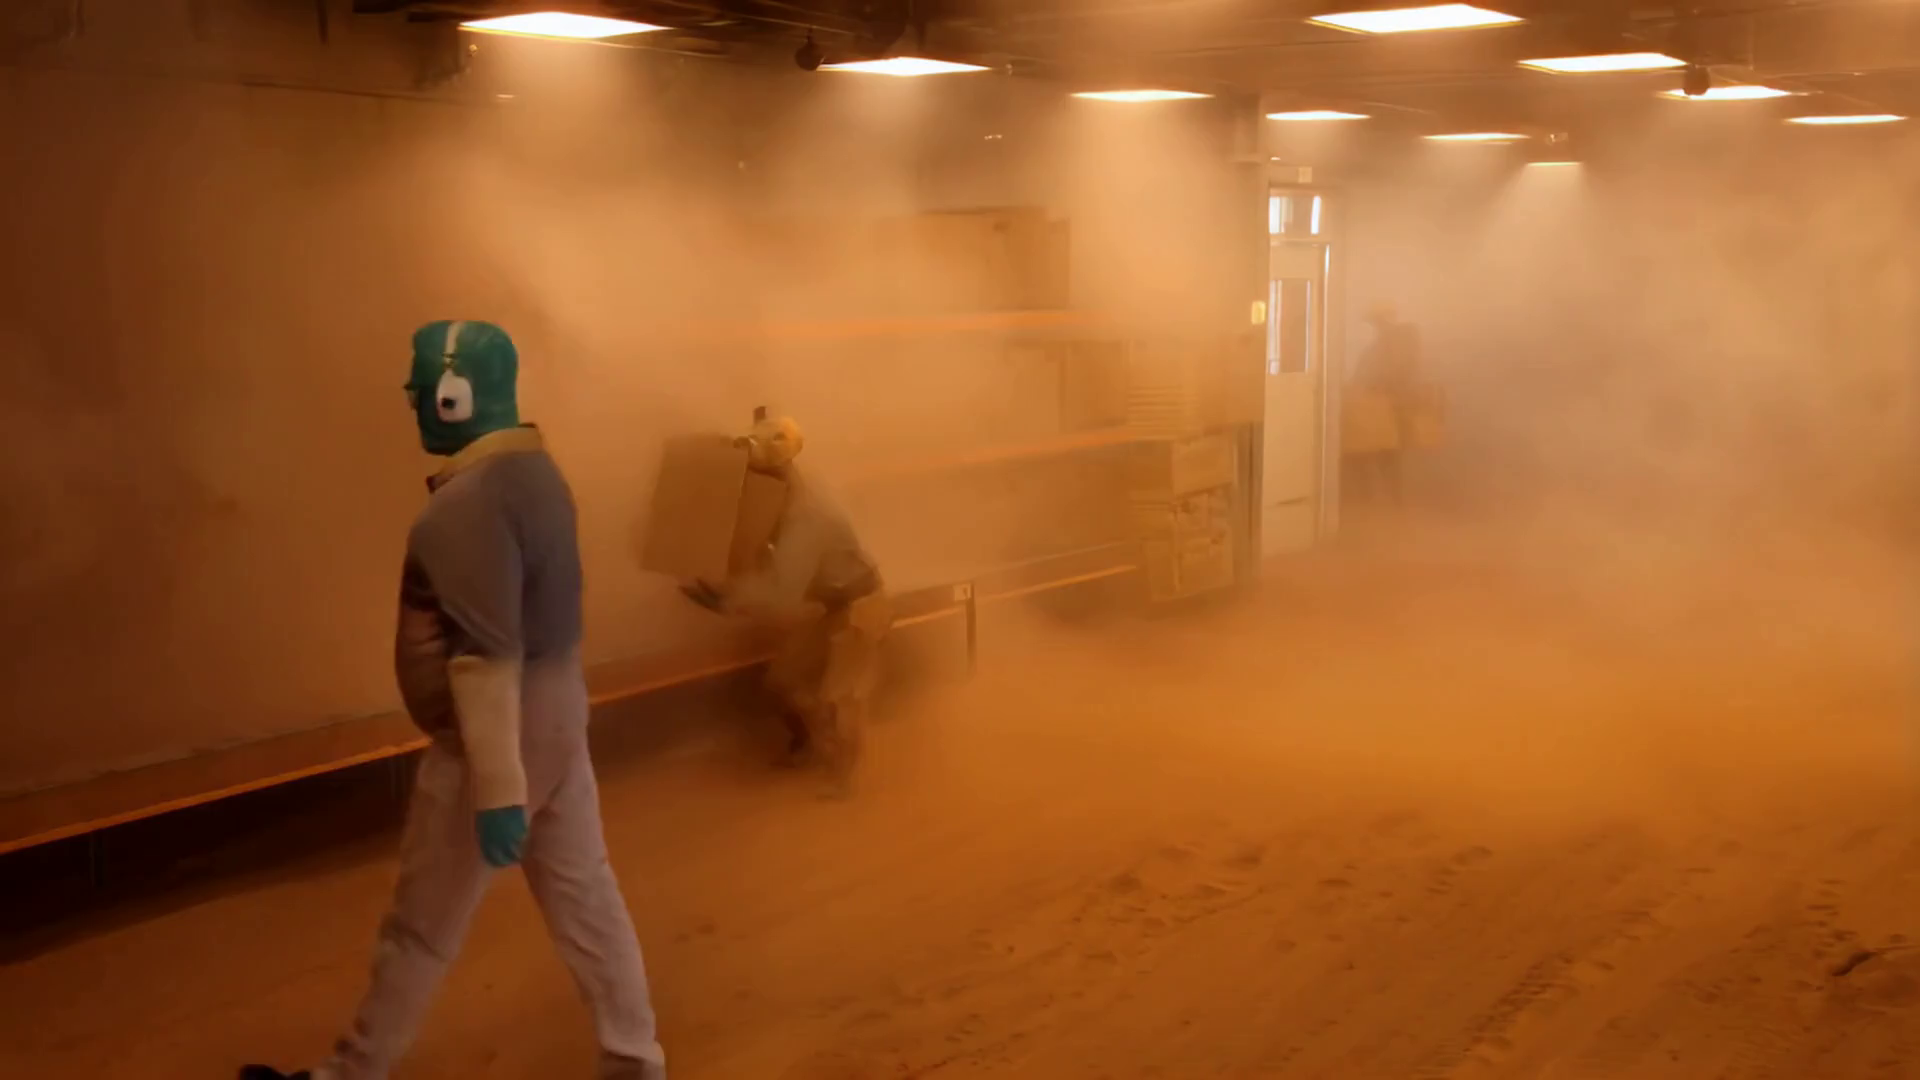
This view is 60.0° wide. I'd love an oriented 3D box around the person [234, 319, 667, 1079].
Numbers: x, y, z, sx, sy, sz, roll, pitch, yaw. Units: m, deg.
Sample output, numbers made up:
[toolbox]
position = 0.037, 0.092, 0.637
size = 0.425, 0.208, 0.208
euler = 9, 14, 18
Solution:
[person]
position = -1.119, 0.448, 3.710
size = 0.979, 1.854, 0.679
euler = 1, 10, 4
